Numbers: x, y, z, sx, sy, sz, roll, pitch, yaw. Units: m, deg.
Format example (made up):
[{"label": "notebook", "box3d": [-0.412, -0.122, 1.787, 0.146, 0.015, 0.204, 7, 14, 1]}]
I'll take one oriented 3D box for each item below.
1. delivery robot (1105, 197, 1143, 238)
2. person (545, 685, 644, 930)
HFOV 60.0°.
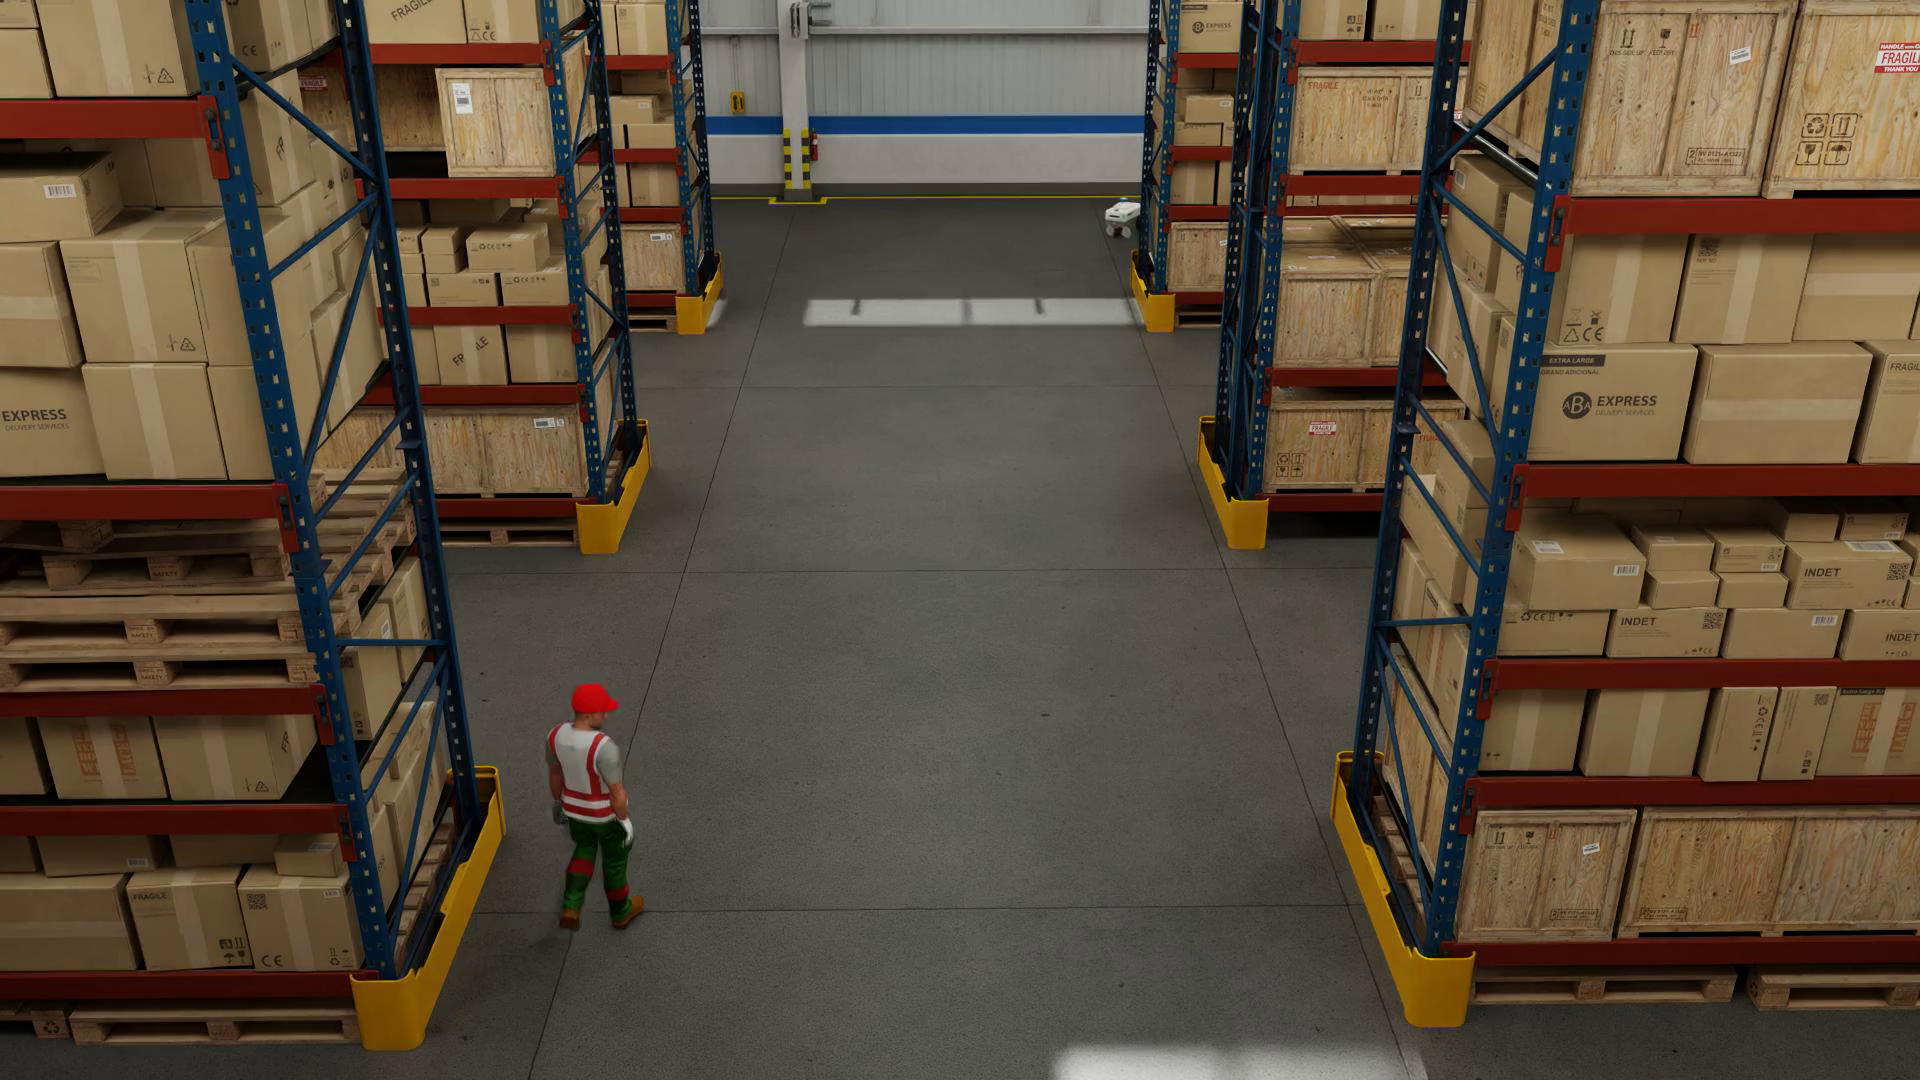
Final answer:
[{"label": "delivery robot", "box3d": [2.529, -5.099, 26.368, 0.667, 0.535, 0.747, 13, 28, 26]}, {"label": "person", "box3d": [-2.261, 1.670, 10.249, 0.582, 1.782, 0.645, 10, 27, 21]}]
